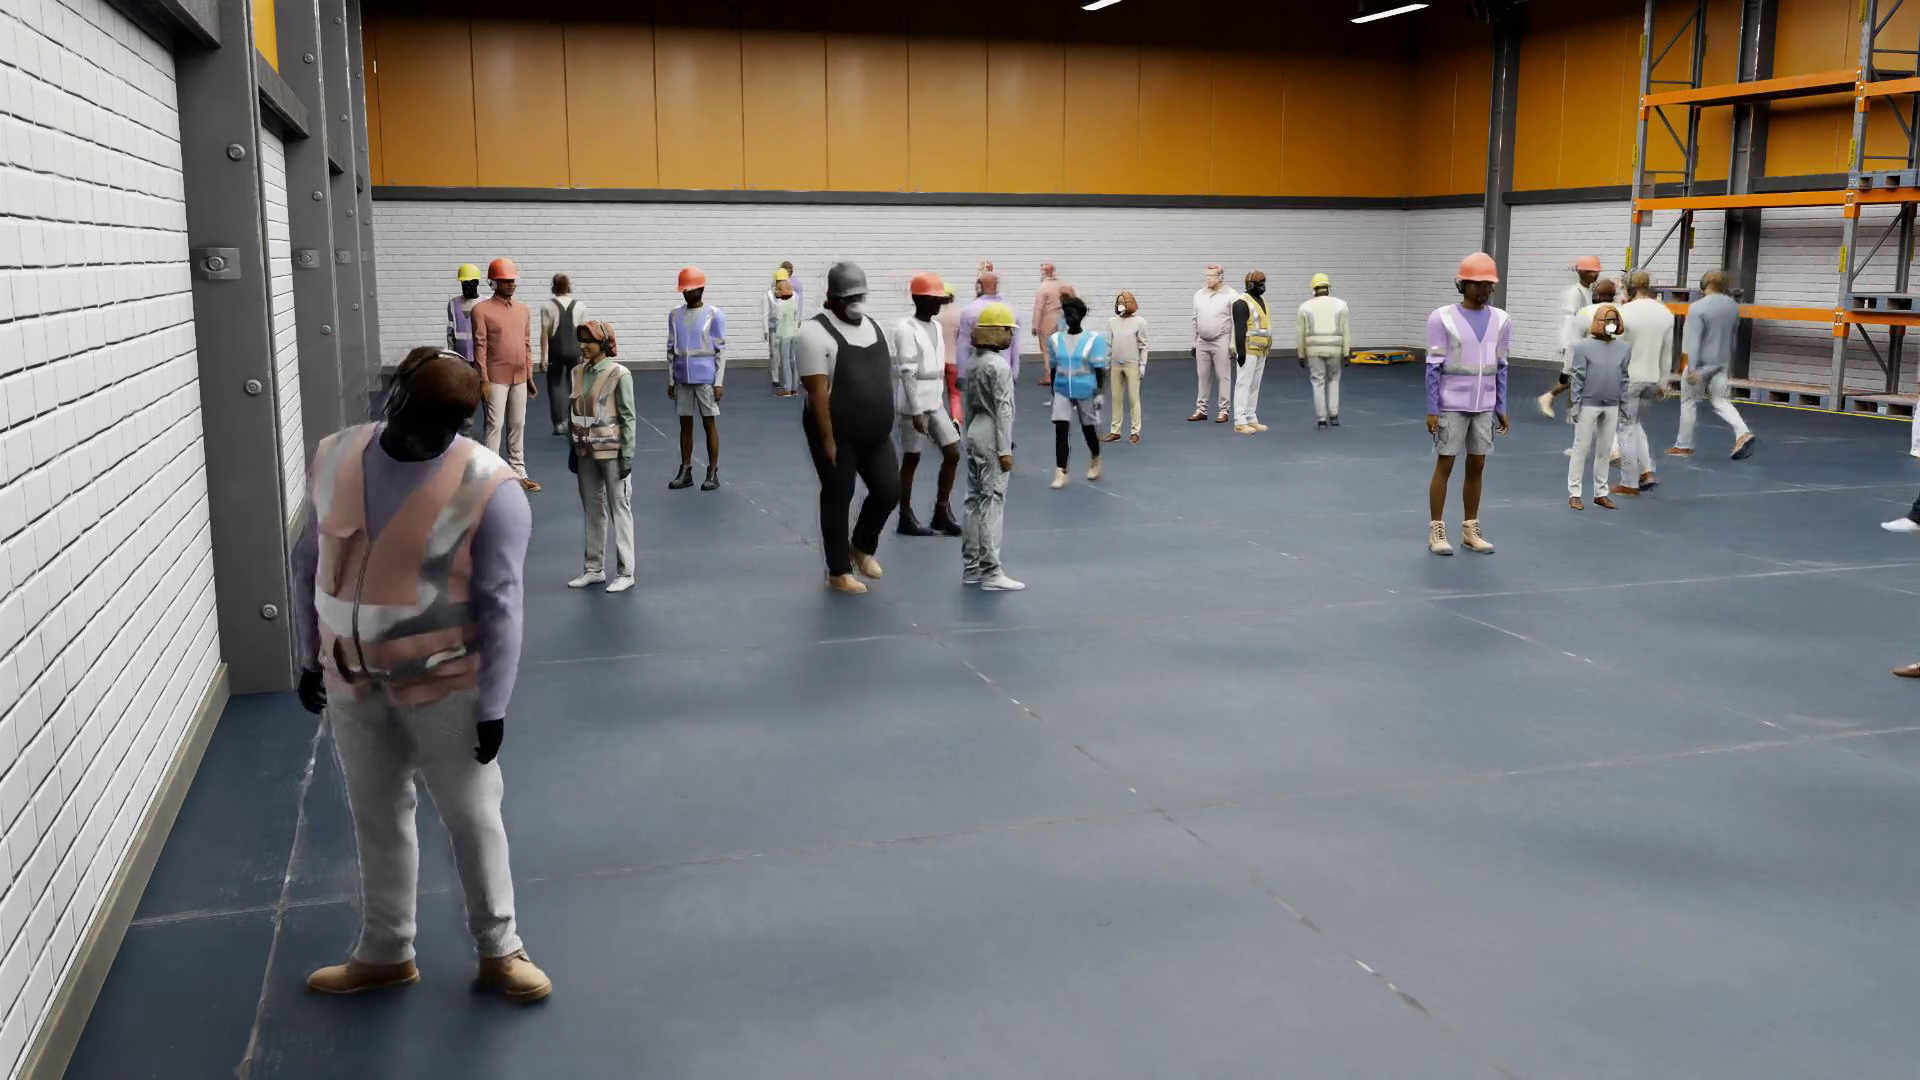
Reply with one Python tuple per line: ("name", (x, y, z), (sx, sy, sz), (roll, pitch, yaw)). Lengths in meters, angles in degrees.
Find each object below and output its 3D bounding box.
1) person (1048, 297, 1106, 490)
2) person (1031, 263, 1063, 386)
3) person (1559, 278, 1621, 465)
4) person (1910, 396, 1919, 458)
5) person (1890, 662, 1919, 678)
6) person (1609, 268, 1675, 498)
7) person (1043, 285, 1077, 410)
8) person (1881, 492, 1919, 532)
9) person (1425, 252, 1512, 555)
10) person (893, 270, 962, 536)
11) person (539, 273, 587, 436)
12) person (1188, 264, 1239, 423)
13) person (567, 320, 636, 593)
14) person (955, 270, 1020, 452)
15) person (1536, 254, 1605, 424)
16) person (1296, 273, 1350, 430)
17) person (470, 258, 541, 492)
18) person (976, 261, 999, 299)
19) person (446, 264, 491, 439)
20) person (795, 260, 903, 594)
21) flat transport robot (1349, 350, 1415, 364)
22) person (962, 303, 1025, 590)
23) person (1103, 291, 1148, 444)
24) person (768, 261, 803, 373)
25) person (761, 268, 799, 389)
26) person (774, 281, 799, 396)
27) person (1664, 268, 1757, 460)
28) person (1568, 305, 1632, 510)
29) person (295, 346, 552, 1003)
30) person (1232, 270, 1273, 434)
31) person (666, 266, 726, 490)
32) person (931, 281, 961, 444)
("person", (1.043, -1.299, 14.590), (0.538, 1.669, 0.776), (4, 11, 22))
("person", (1.332, -3.326, 25.681), (0.532, 1.887, 0.685), (7, 12, 36))
("person", (6.220, -1.638, 16.177), (0.623, 1.804, 0.926), (-4, 11, -21))
("person", (9.762, -1.689, 16.554), (0.534, 1.767, 0.320), (-6, 12, -32))
("person", (4.740, -0.214, 7.763), (0.414, 1.881, 0.557), (1, 10, 7))
("person", (5.621, -1.305, 13.920), (0.626, 1.915, 0.438), (-5, 11, -26))
("person", (1.307, -2.495, 21.628), (0.698, 1.610, 0.546), (4, 10, 20))
("person", (7.353, -0.966, 12.094), (1.012, 1.874, 0.595), (2, 10, 14))
("person", (3.446, -0.914, 11.268), (0.605, 2.044, 0.374), (-2, 10, -12))
("person", (-0.204, -0.955, 11.879), (0.672, 1.914, 0.554), (7, 12, 36))
("person", (-4.369, -2.016, 18.294), (0.592, 1.817, 0.593), (-5, 11, -29))
("person", (3.062, -2.366, 20.085), (0.642, 1.902, 0.399), (8, 12, 37))
("person", (-2.171, -0.505, 10.069), (0.523, 1.640, 0.305), (6, 12, 32))
("person", (0.306, -1.582, 15.609), (0.638, 1.881, 0.727), (-7, 12, -35))
("person", (7.291, -2.363, 19.726), (0.611, 2.029, 0.618), (8, 13, 39))
("person", (4.223, -2.200, 19.405), (0.605, 1.799, 0.666), (1, 10, 6))
("person", (-3.843, -1.377, 14.087), (0.382, 1.995, 0.612), (6, 12, 32))
("person", (0.431, -3.574, 27.062), (0.401, 1.906, 0.650), (1, 10, 5))
("person", (-5.086, -1.915, 17.397), (0.585, 1.928, 0.368), (1, 10, 7))
("person", (-0.642, -0.679, 9.914), (0.696, 2.000, 0.541), (-9, 13, -43))
("flat transport robot", (7.803, -3.391, 30.734), (0.652, 0.197, 1.431), (8, 12, 38))
("person", (0.199, -0.570, 10.148), (0.318, 1.740, 0.488), (-4, 11, -23))
("person", (1.776, -1.855, 17.897), (0.507, 1.633, 0.276), (7, 12, 33))
("person", (-2.925, -3.745, 28.062), (0.666, 1.902, 0.595), (5, 11, 26))
("person", (-2.669, -3.149, 24.891), (0.605, 1.811, 0.641), (-4, 11, -22))
("person", (-2.494, -2.866, 23.748), (0.283, 1.633, 0.501), (5, 11, 26))
("person", (7.462, -1.723, 16.398), (0.642, 1.909, 0.882), (-4, 11, -24))
("person", (5.101, -1.054, 13.262), (0.498, 1.634, 0.281), (-1, 10, -7))
("person", (-1.489, 0.385, 4.459), (0.699, 1.808, 0.432), (3, 10, 14))
("person", (3.333, -2.136, 18.928), (0.429, 1.841, 0.633), (7, 12, 35))
("person", (-2.287, -1.390, 14.344), (0.543, 1.933, 0.364), (3, 10, 16))
("person", (-0.165, -1.867, 17.646), (0.528, 1.754, 0.504), (-1, 10, -7))
